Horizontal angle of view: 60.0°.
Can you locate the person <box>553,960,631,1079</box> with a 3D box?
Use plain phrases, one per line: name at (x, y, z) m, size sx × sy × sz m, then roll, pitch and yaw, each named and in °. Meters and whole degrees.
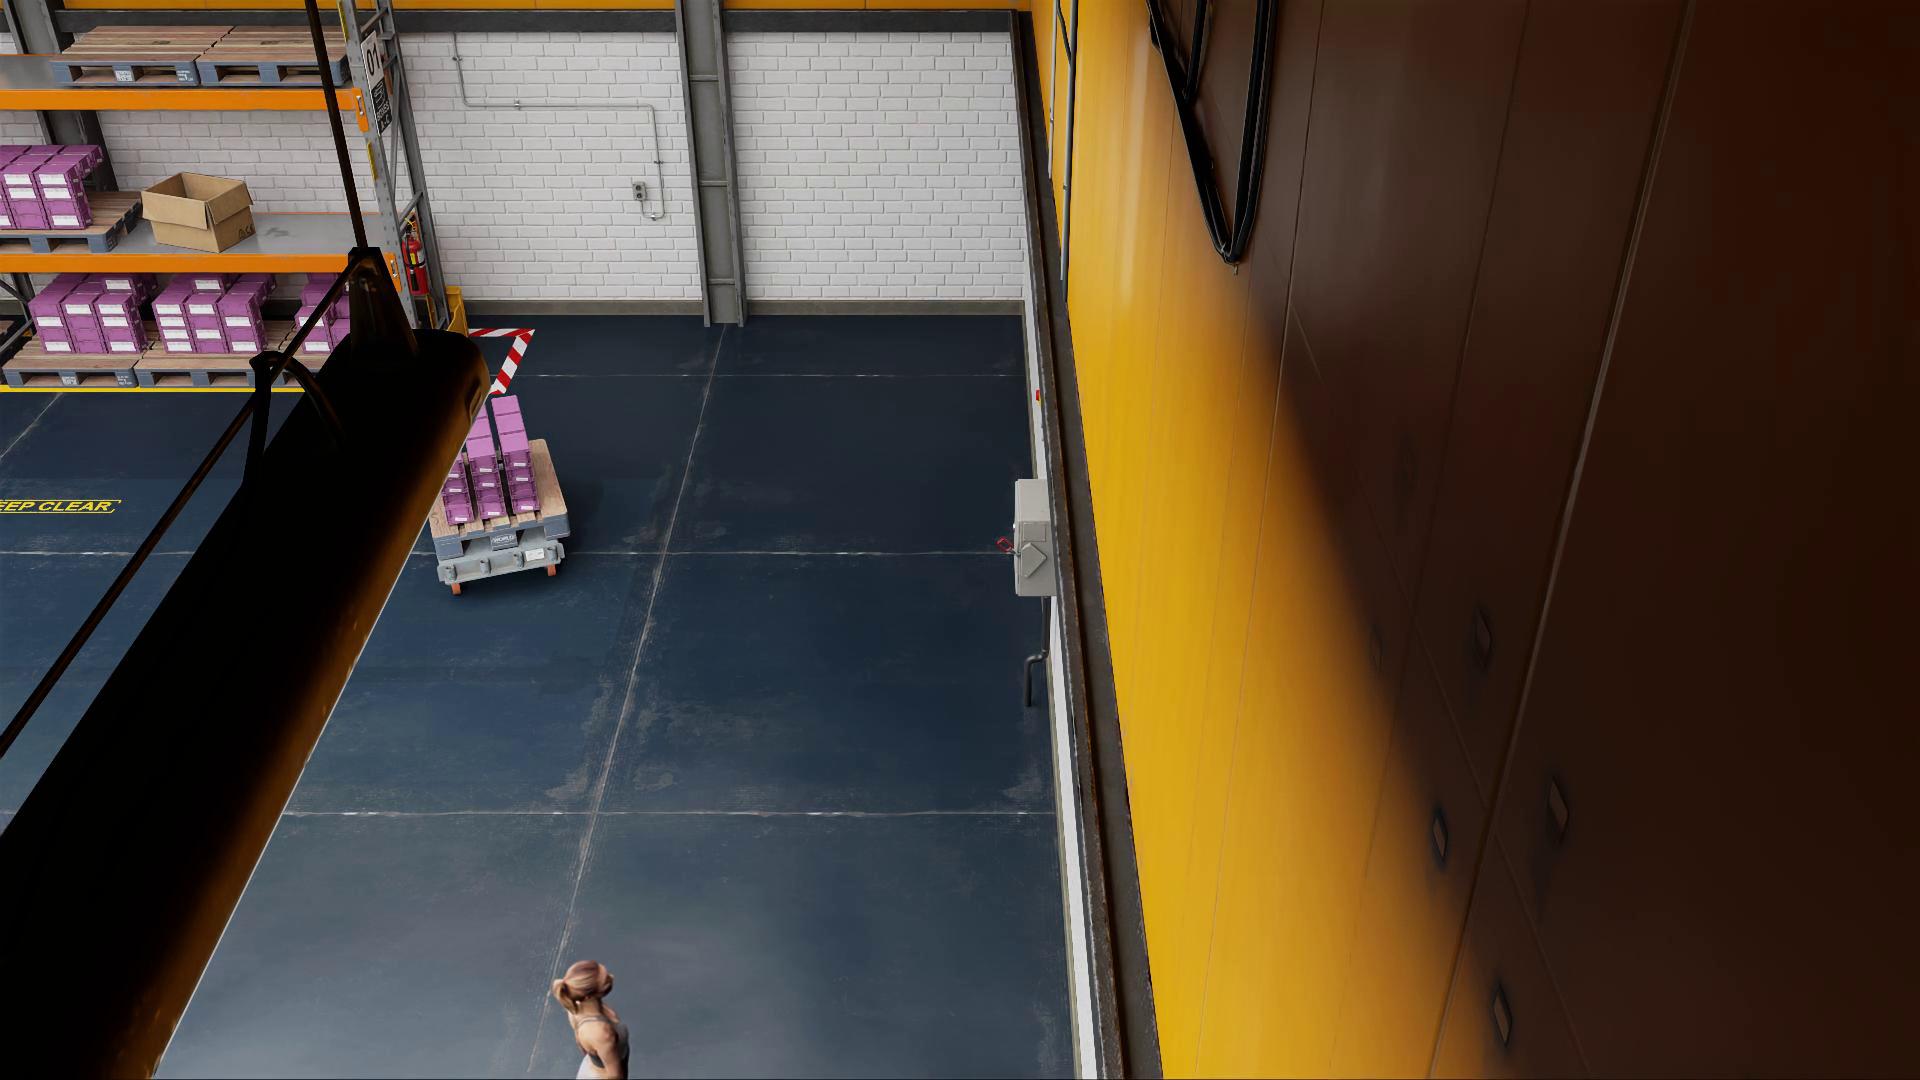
person at (-1.692, 2.620, 7.904) m, size 0.686 × 1.702 × 0.650 m, roll -20°, pitch 39°, yaw -27°
